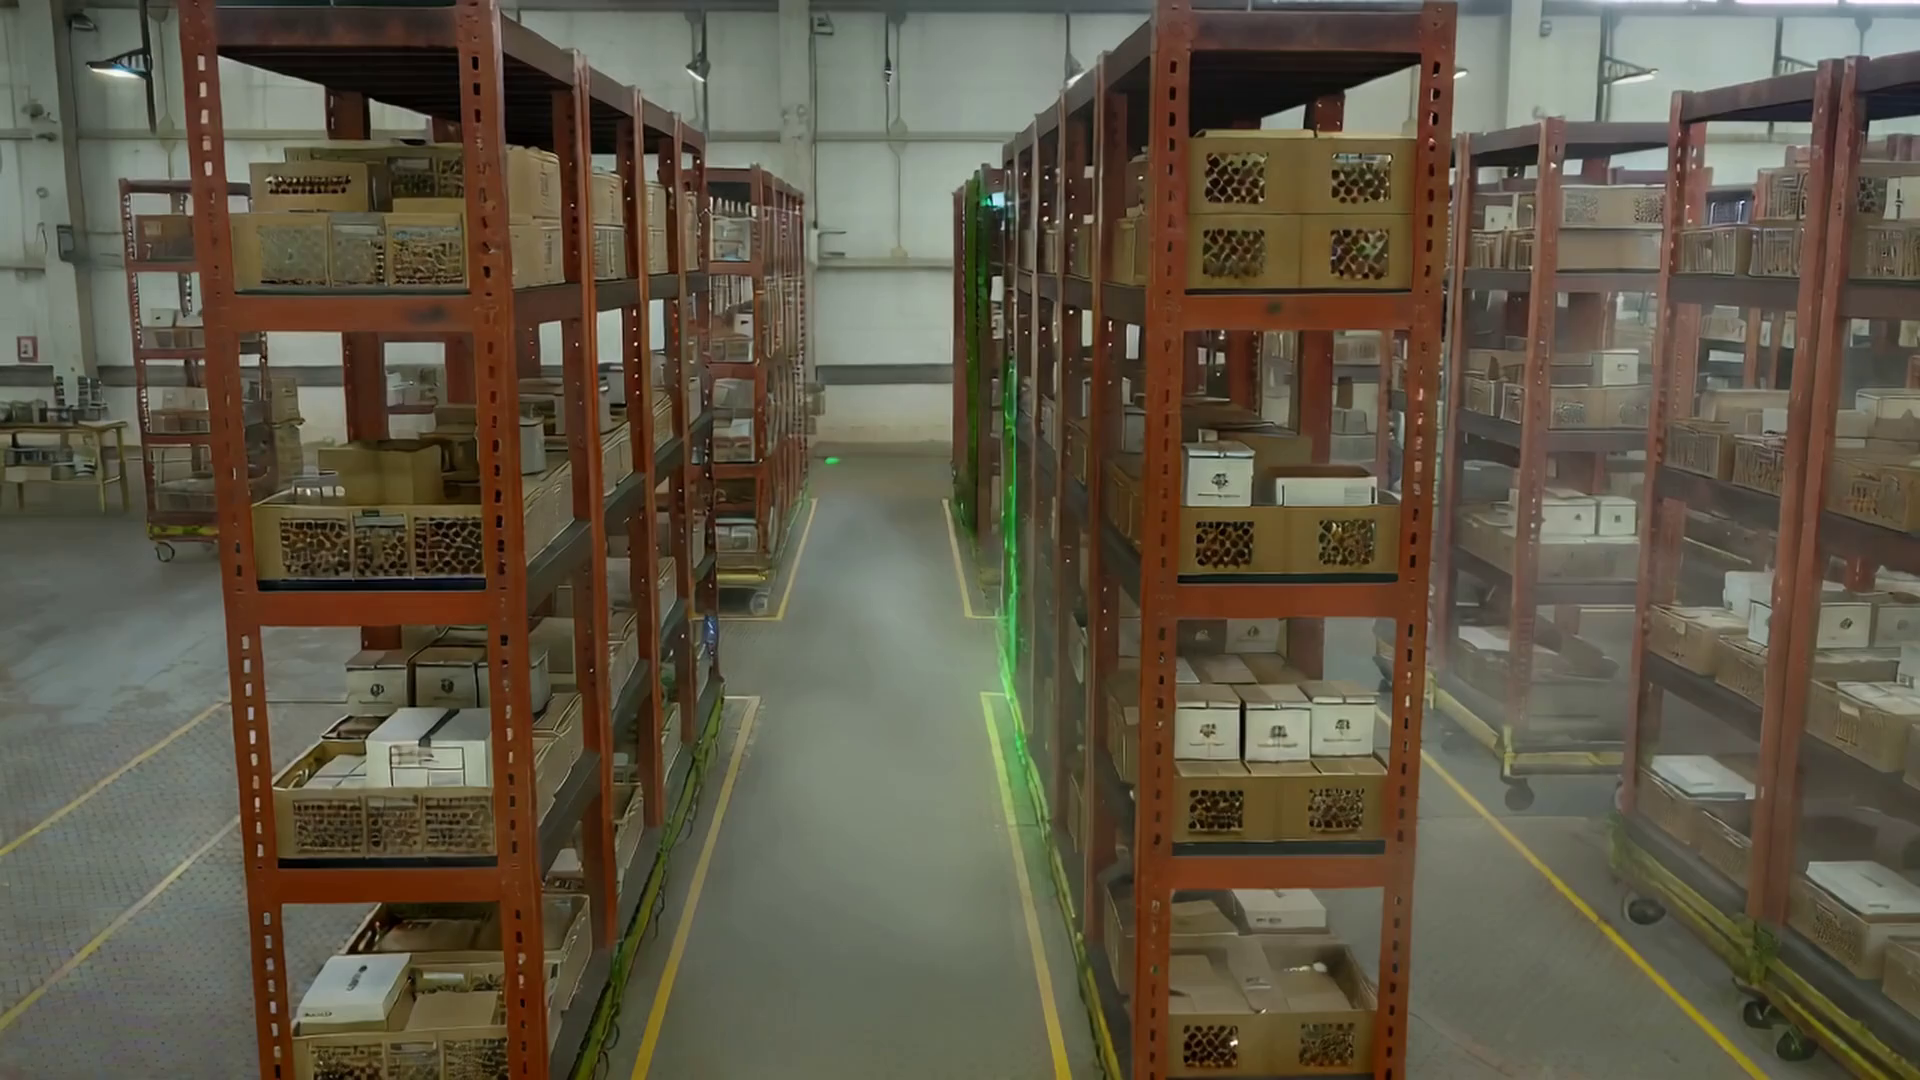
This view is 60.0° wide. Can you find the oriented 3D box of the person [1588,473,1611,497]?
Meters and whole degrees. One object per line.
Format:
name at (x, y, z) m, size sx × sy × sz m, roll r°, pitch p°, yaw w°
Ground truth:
person at (6.714, -0.998, 17.448) m, size 0.603 × 1.829 × 0.454 m, roll -1°, pitch 10°, yaw -5°
